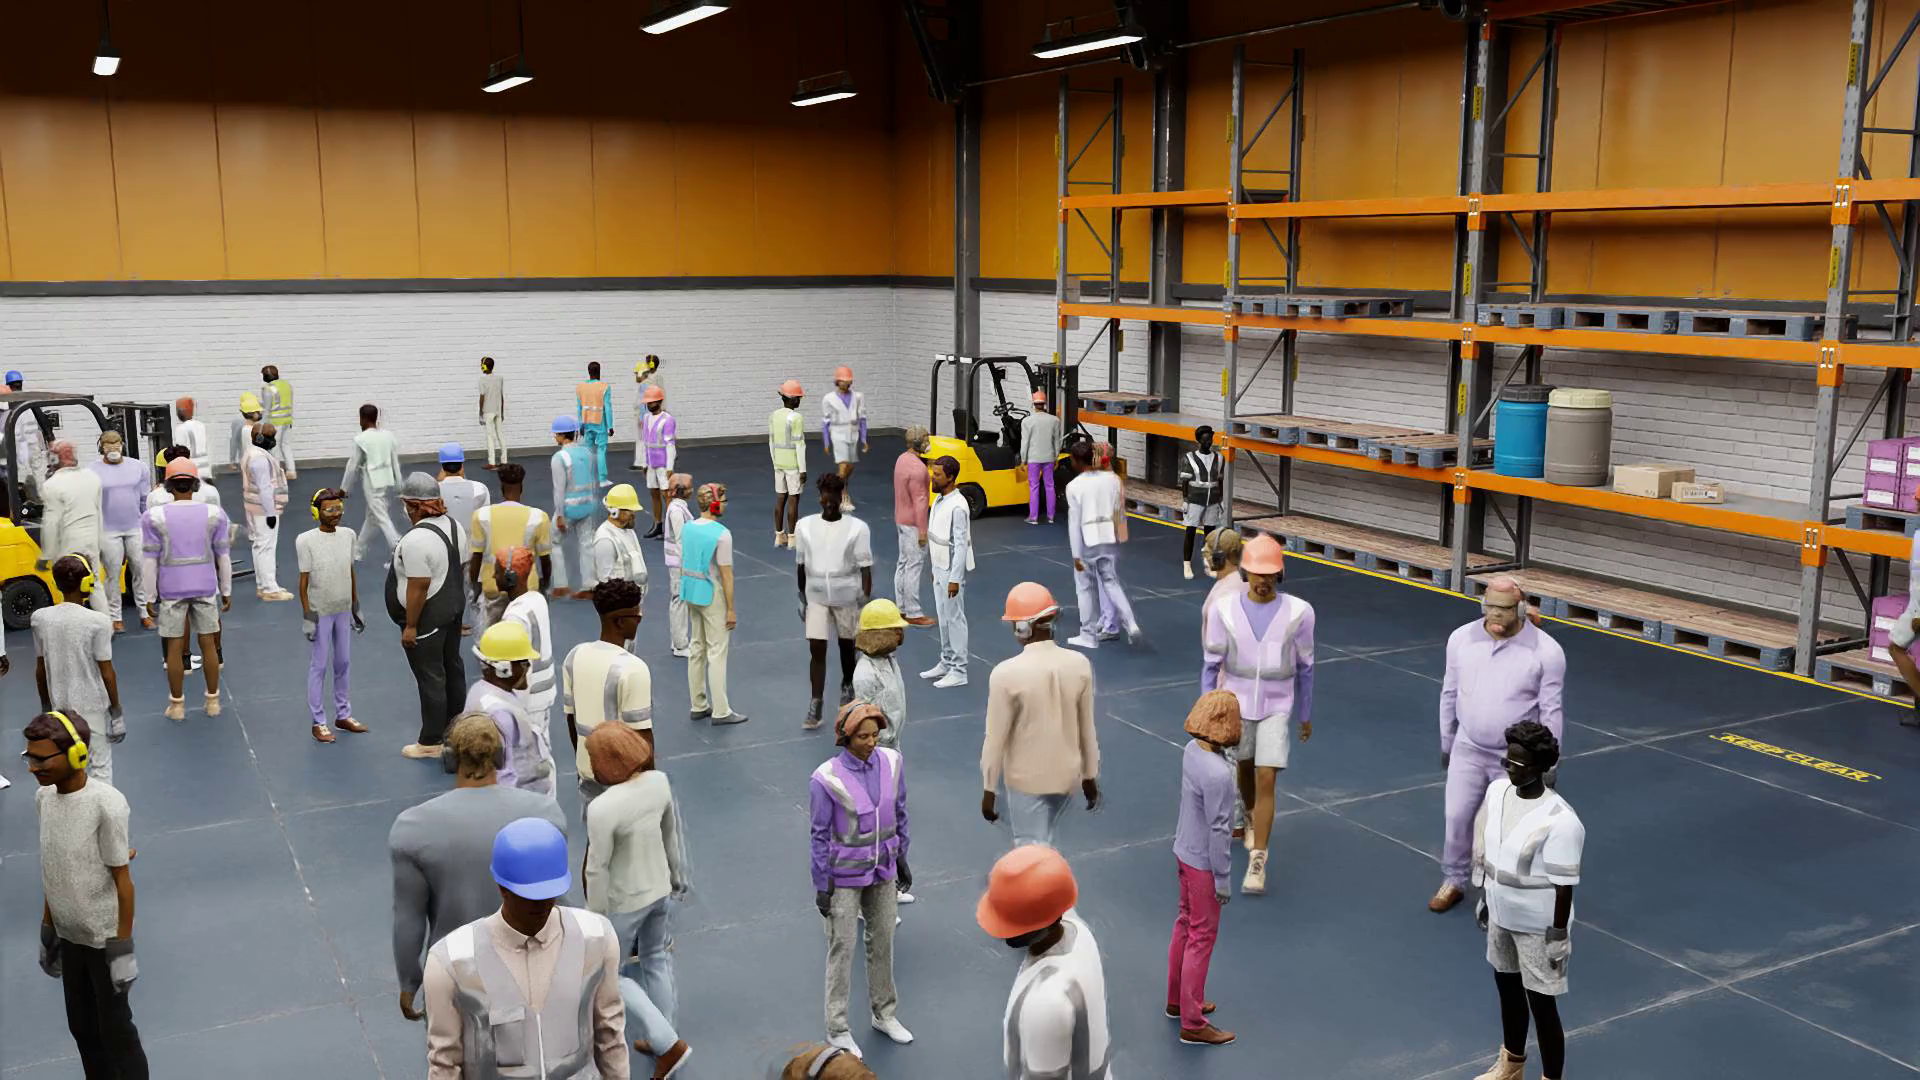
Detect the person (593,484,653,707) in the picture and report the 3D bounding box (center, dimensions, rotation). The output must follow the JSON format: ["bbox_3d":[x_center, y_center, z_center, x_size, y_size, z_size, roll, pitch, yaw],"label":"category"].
[{"bbox_3d":[-2.605,0.467,12.818,0.403,1.821,0.602,1,10,6],"label":"person"}]

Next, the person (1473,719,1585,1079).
[{"bbox_3d":[2.338,1.563,6.892,0.323,1.694,0.540,-4,10,-20],"label":"person"}]

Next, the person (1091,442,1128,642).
[{"bbox_3d":[1.354,0.012,15.352,0.376,1.844,0.571,-1,10,-4],"label":"person"}]

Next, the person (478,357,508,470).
[{"bbox_3d":[-7.718,-2.087,27.417,0.325,1.862,0.495,7,12,34],"label":"person"}]

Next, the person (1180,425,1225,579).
[{"bbox_3d":[2.665,-0.417,18.253,0.532,1.696,0.319,-3,10,-17],"label":"person"}]

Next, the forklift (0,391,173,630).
[{"bbox_3d":[-9.026,-0.363,16.508,1.214,2.155,2.313,6,11,29],"label":"forklift"}]

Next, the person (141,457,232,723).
[{"bbox_3d":[-5.912,0.376,12.739,0.619,2.029,0.410,-7,12,-34],"label":"person"}]

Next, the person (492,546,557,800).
[{"bbox_3d":[-2.560,0.961,9.788,0.354,1.881,0.576,0,10,-2],"label":"person"}]

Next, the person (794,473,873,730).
[{"bbox_3d":[-0.969,0.437,12.714,0.613,1.919,0.905,1,10,5],"label":"person"}]

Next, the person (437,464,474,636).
[{"bbox_3d":[-4.727,0.082,15.565,0.268,1.631,0.507,-5,11,-25],"label":"person"}]

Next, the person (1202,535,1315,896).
[{"bbox_3d":[1.712,0.943,9.581,0.624,1.992,1.076,3,10,15],"label":"person"}]

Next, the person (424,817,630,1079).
[{"bbox_3d":[-1.290,1.760,5.030,0.605,1.939,0.415,-6,11,-29],"label":"person"}]

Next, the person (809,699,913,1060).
[{"bbox_3d":[-0.449,1.499,7.418,0.523,1.631,0.313,-9,13,-41],"label":"person"}]

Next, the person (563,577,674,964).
[{"bbox_3d":[-1.738,1.155,8.428,0.612,1.962,0.361,8,13,40],"label":"person"}]

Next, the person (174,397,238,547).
[{"bbox_3d":[-9.112,-0.792,19.966,0.825,1.858,0.607,1,10,5],"label":"person"}]

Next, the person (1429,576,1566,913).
[{"bbox_3d":[2.854,1.118,8.852,0.660,1.897,0.396,6,12,33],"label":"person"}]

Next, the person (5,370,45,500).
[{"bbox_3d":[-13.051,-1.387,23.145,0.402,1.938,0.604,7,12,36],"label":"person"}]

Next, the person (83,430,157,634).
[{"bbox_3d":[-7.907,-0.079,15.652,0.641,1.928,0.381,-8,13,-40],"label":"person"}]

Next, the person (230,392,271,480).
[{"bbox_3d":[-9.356,-1.090,22.034,0.797,1.742,0.531,8,12,37],"label":"person"}]

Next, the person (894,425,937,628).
[{"bbox_3d":[-0.445,-0.135,15.933,0.352,1.937,0.635,-3,10,-18],"label":"person"}]

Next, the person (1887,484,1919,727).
[{"bbox_3d":[7.233,0.481,12.440,0.543,1.918,0.422,-4,11,-24],"label":"person"}]

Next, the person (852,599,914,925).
[{"bbox_3d":[-0.418,1.174,8.955,0.289,1.746,0.486,2,10,13],"label":"person"}]

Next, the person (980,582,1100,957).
[{"bbox_3d":[0.437,1.190,8.275,0.652,1.952,0.945,-7,12,-34],"label":"person"}]

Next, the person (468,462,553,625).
[{"bbox_3d":[-3.539,0.348,13.161,0.642,1.929,0.705,-1,10,-7],"label":"person"}]

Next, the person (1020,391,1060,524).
[{"bbox_3d":[1.046,-1.089,21.973,0.564,1.745,0.344,-4,10,-20],"label":"person"}]

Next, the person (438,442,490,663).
[{"bbox_3d":[-4.351,0.126,14.411,0.614,1.943,0.405,-5,11,-28],"label":"person"}]

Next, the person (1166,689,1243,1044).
[{"bbox_3d":[1.126,1.472,7.593,0.289,1.626,0.498,-1,10,-7],"label":"person"}]

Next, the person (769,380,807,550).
[{"bbox_3d":[-2.035,-0.909,20.089,0.392,2.041,0.615,-8,13,-40],"label":"person"}]

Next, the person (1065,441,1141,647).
[{"bbox_3d":[1.264,0.067,14.918,0.607,1.888,0.679,-7,12,-35],"label":"person"}]

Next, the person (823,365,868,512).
[{"bbox_3d":[-1.633,-1.442,23.254,0.610,2.018,0.941,-5,11,-26],"label":"person"}]

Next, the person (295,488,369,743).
[{"bbox_3d":[-4.616,0.540,12.259,0.335,1.869,0.521,6,12,33],"label":"person"}]

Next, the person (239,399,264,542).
[{"bbox_3d":[-8.736,-0.863,20.611,0.309,1.772,0.524,-3,10,-18],"label":"person"}]

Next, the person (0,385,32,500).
[{"bbox_3d":[-12.207,-1.065,21.416,0.563,1.890,0.543,8,13,39],"label":"person"}]

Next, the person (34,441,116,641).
[{"bbox_3d":[-8.007,0.058,15.018,0.445,1.899,0.680,2,10,13],"label":"person"}]

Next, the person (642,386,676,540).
[{"bbox_3d":[-3.769,-0.957,20.704,0.547,1.929,0.387,8,13,40],"label":"person"}]

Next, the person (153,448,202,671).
[{"bbox_3d":[-6.749,0.156,14.298,0.381,1.923,0.591,-4,11,-22],"label":"person"}]

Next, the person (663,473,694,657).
[{"bbox_3d":[-2.471,0.219,14.759,0.307,1.639,0.513,-2,10,-12],"label":"person"}]

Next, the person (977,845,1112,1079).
[{"bbox_3d":[0.292,1.779,5.077,0.357,1.900,0.714,3,10,14],"label":"person"}]

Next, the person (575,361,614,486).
[{"bbox_3d":[-5.580,-1.767,25.422,0.587,1.911,0.397,3,10,19],"label":"person"}]

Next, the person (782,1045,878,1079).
[{"bbox_3d":[-0.308,2.019,3.841,0.410,1.827,0.549,5,11,26],"label":"person"}]

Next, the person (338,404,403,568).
[{"bbox_3d":[-6.715,-0.608,18.896,1.051,1.856,0.594,3,10,19],"label":"person"}]

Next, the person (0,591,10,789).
[{"bbox_3d":[-6.600,0.734,10.964,0.367,1.927,0.590,9,13,42],"label":"person"}]

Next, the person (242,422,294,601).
[{"bbox_3d":[-7.143,-0.294,17.145,0.430,1.839,0.619,-6,11,-30],"label":"person"}]

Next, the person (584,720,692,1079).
[{"bbox_3d":[-1.334,1.550,7.156,0.457,1.623,0.620,6,12,31],"label":"person"}]

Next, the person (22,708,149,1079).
[{"bbox_3d":[-3.391,1.556,6.451,0.520,1.857,0.343,5,11,28],"label":"person"}]

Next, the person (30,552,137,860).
[{"bbox_3d":[-5.097,0.998,9.649,0.511,1.862,0.324,2,10,9],"label":"person"}]

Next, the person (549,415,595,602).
[{"bbox_3d":[-4.014,-0.319,17.012,0.648,1.922,0.629,5,11,28],"label":"person"}]

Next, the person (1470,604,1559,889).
[{"bbox_3d":[3.112,1.158,9.365,0.521,1.638,0.311,0,10,2],"label":"person"}]

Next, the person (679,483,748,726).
[{"bbox_3d":[-1.912,0.488,12.623,0.395,1.843,0.564,-10,14,-44],"label":"person"}]

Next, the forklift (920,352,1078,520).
[{"bbox_3d":[0.460,-1.461,22.833,2.313,2.155,1.214,-5,11,-28],"label":"forklift"}]

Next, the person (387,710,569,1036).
[{"bbox_3d":[-1.754,1.576,6.121,0.636,1.931,0.377,-5,11,-25],"label":"person"}]

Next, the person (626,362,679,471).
[{"bbox_3d":[-5.036,-2.007,27.122,0.792,1.800,0.596,-2,10,-9],"label":"person"}]

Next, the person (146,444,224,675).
[{"bbox_3d":[-6.579,0.160,14.159,0.363,1.962,0.612,10,14,44],"label":"person"}]

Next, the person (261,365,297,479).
[{"bbox_3d":[-10.663,-1.819,25.964,0.429,1.828,0.641,3,10,15],"label":"person"}]

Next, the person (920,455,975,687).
[{"bbox_3d":[-0.090,0.250,13.767,0.392,1.922,0.591,-3,10,-19],"label":"person"}]

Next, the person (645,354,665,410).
[{"bbox_3d":[-5.182,-2.203,28.077,0.390,1.853,0.558,0,10,1],"label":"person"}]

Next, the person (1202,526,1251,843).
[{"bbox_3d":[1.621,0.876,10.120,0.366,1.936,0.630,3,10,14],"label":"person"}]

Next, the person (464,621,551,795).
[{"bbox_3d":[-2.189,1.288,8.071,0.403,1.824,0.606,-4,10,-20],"label":"person"}]

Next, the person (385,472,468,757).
[{"bbox_3d":[-3.824,0.521,11.861,0.535,2.000,0.674,2,10,11],"label":"person"}]
